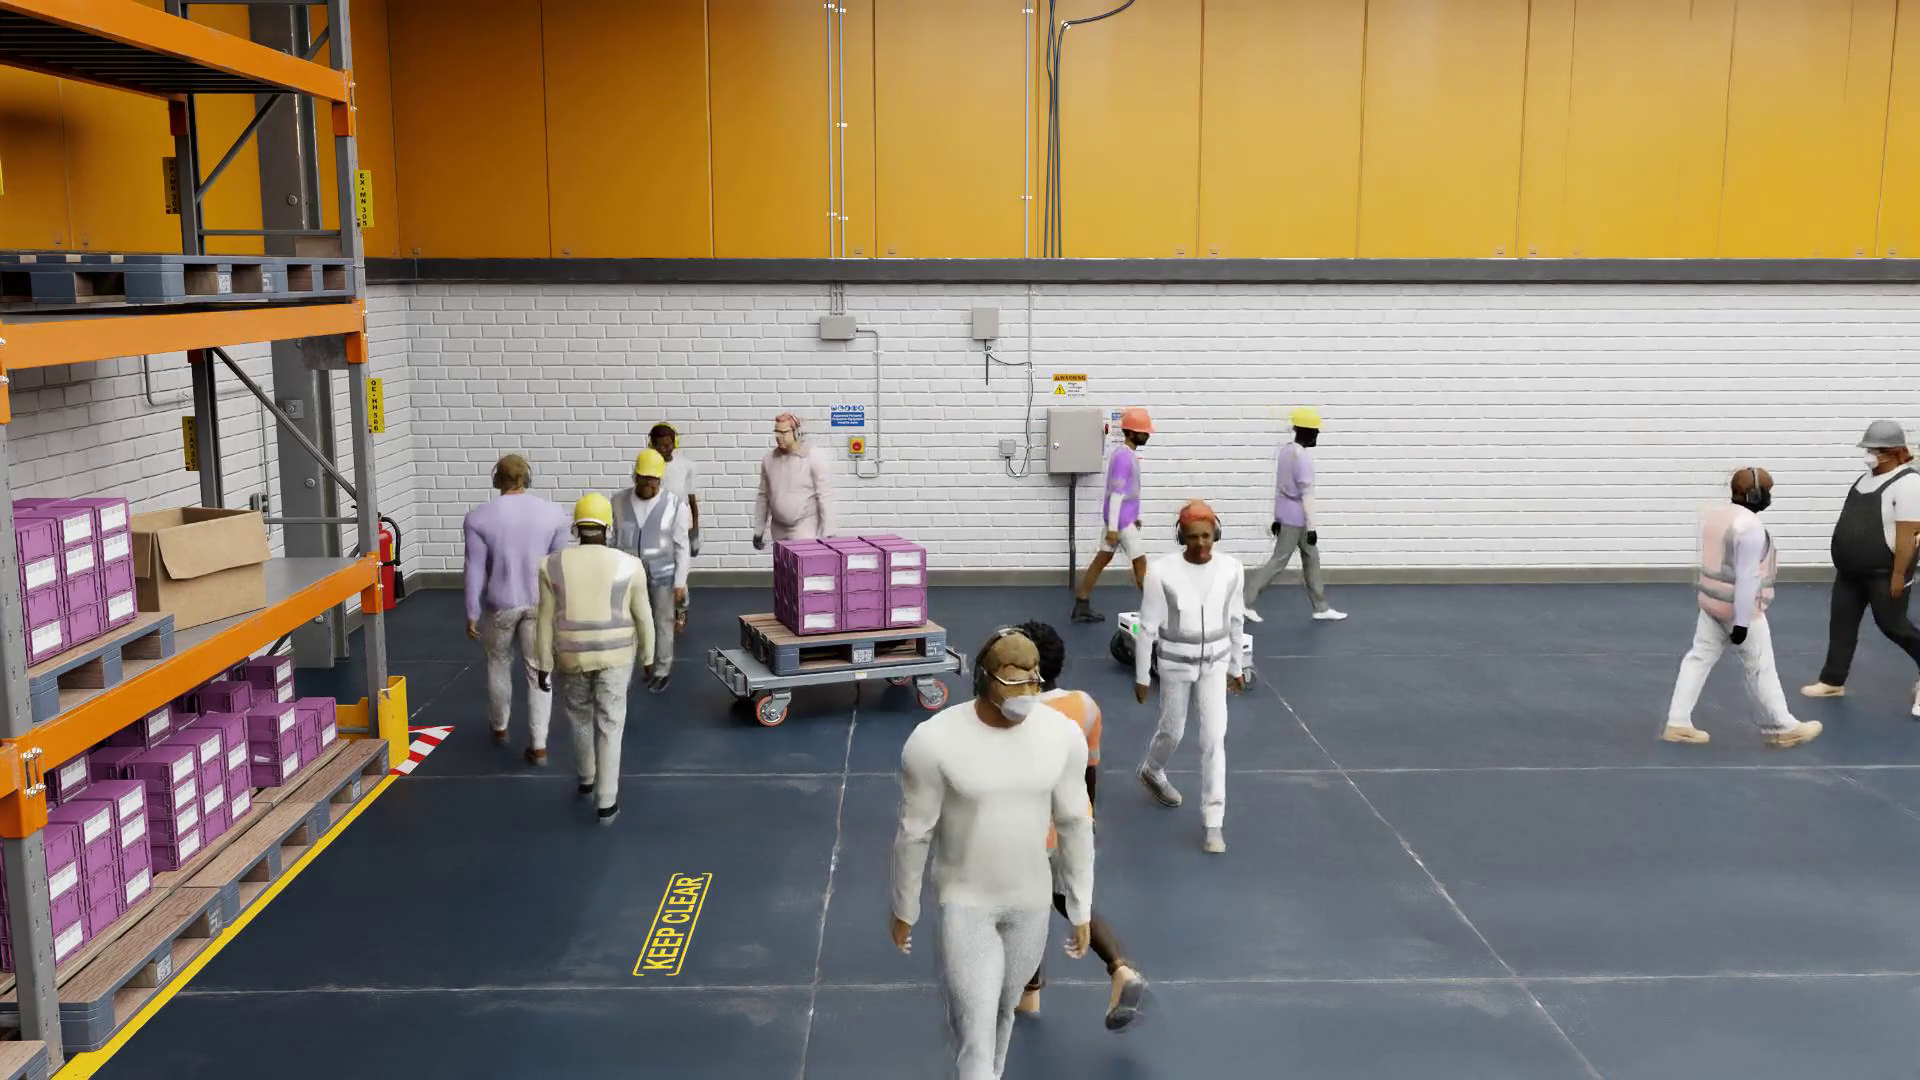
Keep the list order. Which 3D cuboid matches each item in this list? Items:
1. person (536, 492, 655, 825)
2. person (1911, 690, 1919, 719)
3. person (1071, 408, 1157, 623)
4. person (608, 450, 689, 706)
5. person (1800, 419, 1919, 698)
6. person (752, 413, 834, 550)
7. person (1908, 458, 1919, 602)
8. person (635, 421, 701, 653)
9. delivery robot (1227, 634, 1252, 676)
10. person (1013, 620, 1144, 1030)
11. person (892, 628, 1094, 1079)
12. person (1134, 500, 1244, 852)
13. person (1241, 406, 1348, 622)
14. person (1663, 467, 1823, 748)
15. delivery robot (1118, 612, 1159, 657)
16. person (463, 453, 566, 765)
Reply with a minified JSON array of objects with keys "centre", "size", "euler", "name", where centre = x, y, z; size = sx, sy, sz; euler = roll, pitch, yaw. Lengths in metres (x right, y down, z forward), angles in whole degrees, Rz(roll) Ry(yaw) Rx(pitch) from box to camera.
[{"centre":[-2.019,0.626,9.315],"size":[0.631,1.796,0.818],"euler":[-1,9,-5],"name":"person"},{"centre":[6.788,0.458,11.010],"size":[0.871,1.584,0.535],"euler":[0,9,-1],"name":"person"},{"centre":[1.419,-0.193,14.138],"size":[1.010,1.870,0.672],"euler":[1,9,5],"name":"person"},{"centre":[-2.206,0.264,11.609],"size":[0.600,1.775,0.926],"euler":[1,9,4],"name":"person"},{"centre":[6.497,0.129,11.634],"size":[0.910,2.000,0.686],"euler":[-1,9,-4],"name":"person"},{"centre":[-1.408,-0.069,13.330],"size":[0.686,1.878,0.773],"euler":[6,11,32],"name":"person"},{"centre":[8.804,-0.211,15.100],"size":[0.865,1.590,0.522],"euler":[-1,9,-7],"name":"person"},{"centre":[-2.349,-0.045,13.311],"size":[0.534,1.844,0.560],"euler":[-1,9,-4],"name":"person"},{"centre":[1.794,0.748,12.094],"size":[0.477,0.478,0.707],"euler":[-6,11,-33],"name":"delivery robot"},{"centre":[0.387,1.149,6.542],"size":[0.540,1.666,0.655],"euler":[-7,12,-38],"name":"person"},{"centre":[0.155,1.225,5.383],"size":[0.650,1.886,0.985],"euler":[-3,10,-19],"name":"person"},{"centre":[1.227,0.668,8.964],"size":[0.628,1.846,0.915],"euler":[-1,9,-9],"name":"person"},{"centre":[2.820,-0.213,14.247],"size":[0.997,1.880,0.592],"euler":[0,9,-1],"name":"person"},{"centre":[4.969,0.431,10.526],"size":[0.957,1.791,0.641],"euler":[0,9,-1],"name":"person"},{"centre":[1.574,0.660,12.632],"size":[0.707,0.478,0.477],"euler":[-3,10,-17],"name":"delivery robot"},{"centre":[-2.789,0.403,10.402],"size":[0.639,1.892,0.937],"euler":[-4,10,-23],"name":"person"}]
